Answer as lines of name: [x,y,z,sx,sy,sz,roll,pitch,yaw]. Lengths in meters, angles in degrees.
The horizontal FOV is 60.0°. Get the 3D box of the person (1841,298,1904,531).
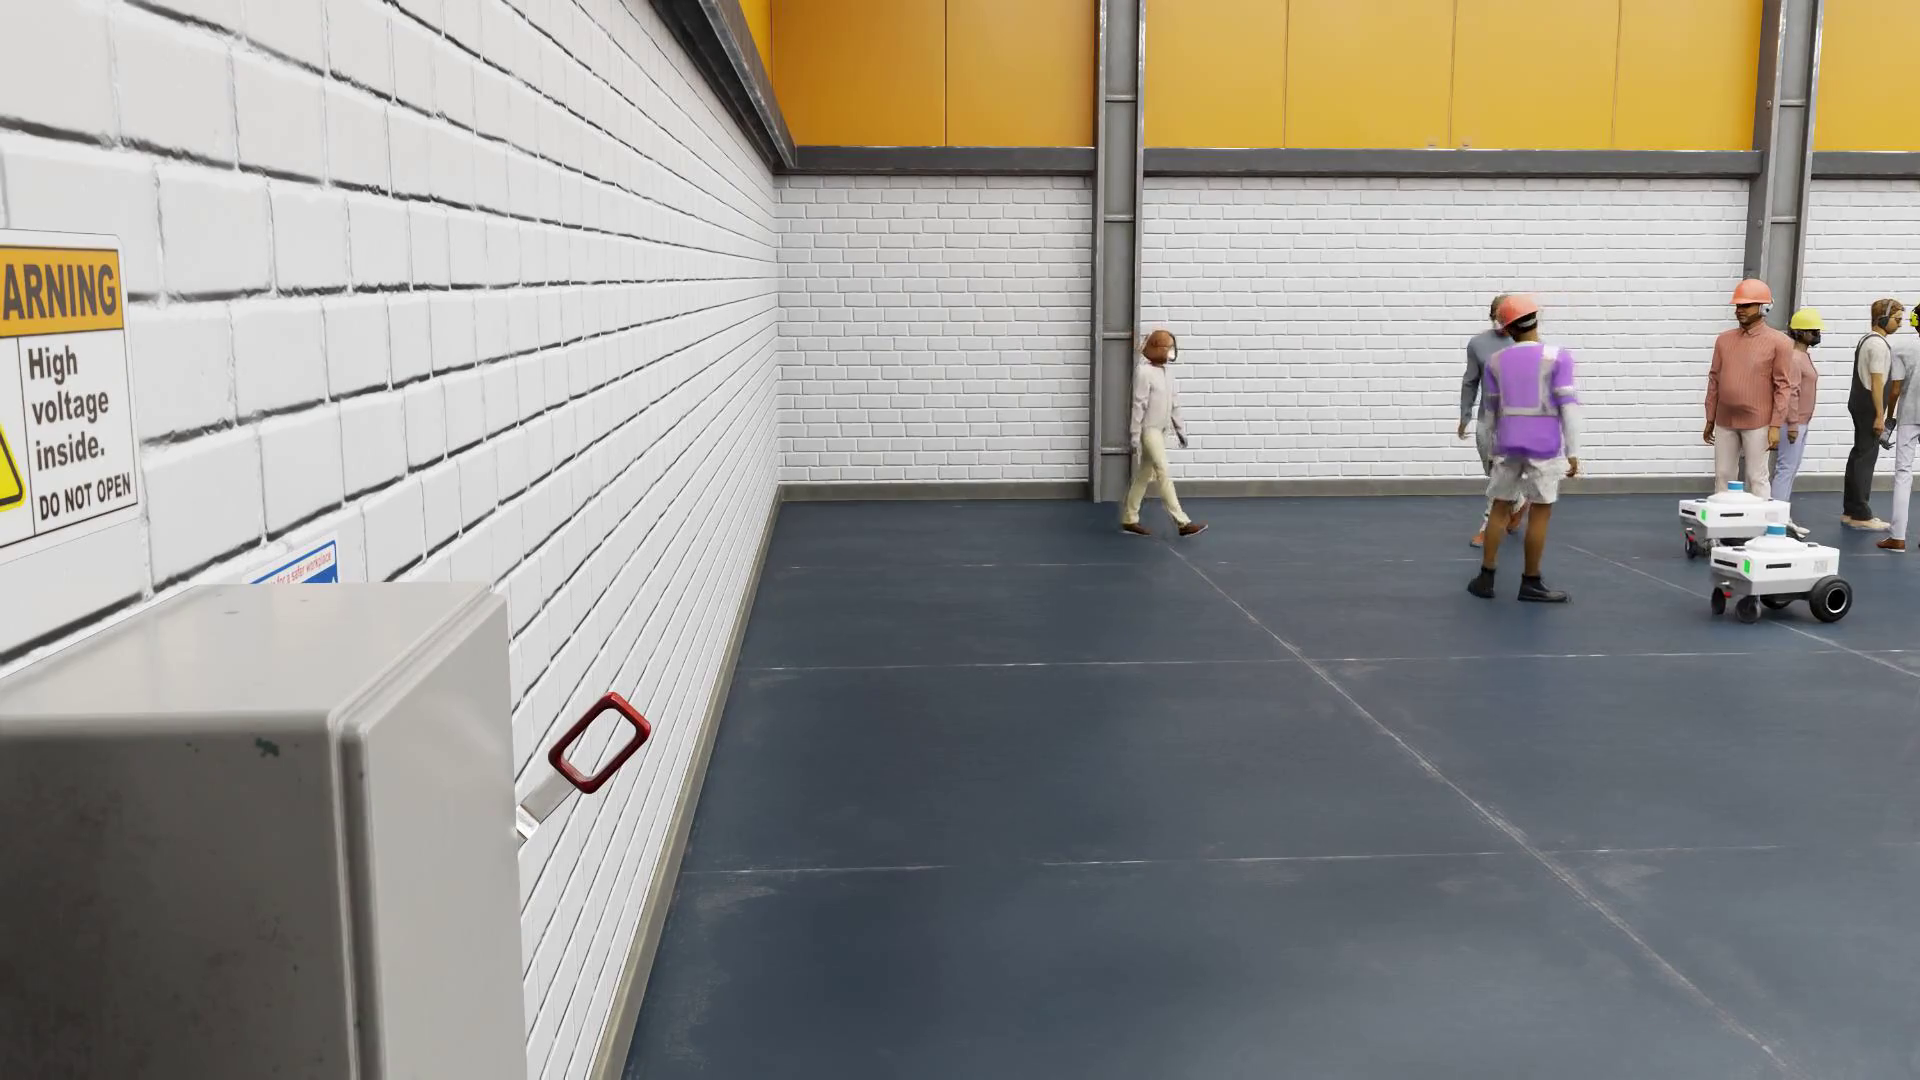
person: [7.265,-0.996,13.243,0.348,1.840,0.505,3,10,18]

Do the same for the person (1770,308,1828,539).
person: [6.484,-0.899,12.866,0.310,1.768,0.533,6,11,34]

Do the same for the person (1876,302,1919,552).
person: [7.006,-0.838,12.154,0.513,1.872,0.328,1,9,6]

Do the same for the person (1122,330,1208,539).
person: [1.588,-0.800,12.741,0.818,1.589,0.526,6,11,32]

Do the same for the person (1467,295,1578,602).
person: [3.481,-0.550,10.291,0.372,1.895,0.668,-9,13,-44]

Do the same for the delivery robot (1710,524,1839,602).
delivery robot: [4.787,0.148,9.784,0.707,0.478,0.477,-3,9,-17]

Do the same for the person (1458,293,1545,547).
person: [4.149,-0.918,12.573,0.900,1.903,0.647,-8,12,-43]

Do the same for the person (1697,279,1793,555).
person: [5.581,-0.851,11.845,0.379,1.995,0.612,-6,11,-32]

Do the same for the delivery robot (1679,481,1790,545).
delivery robot: [5.494,-0.175,11.814,0.707,0.478,0.477,-1,9,-8]
